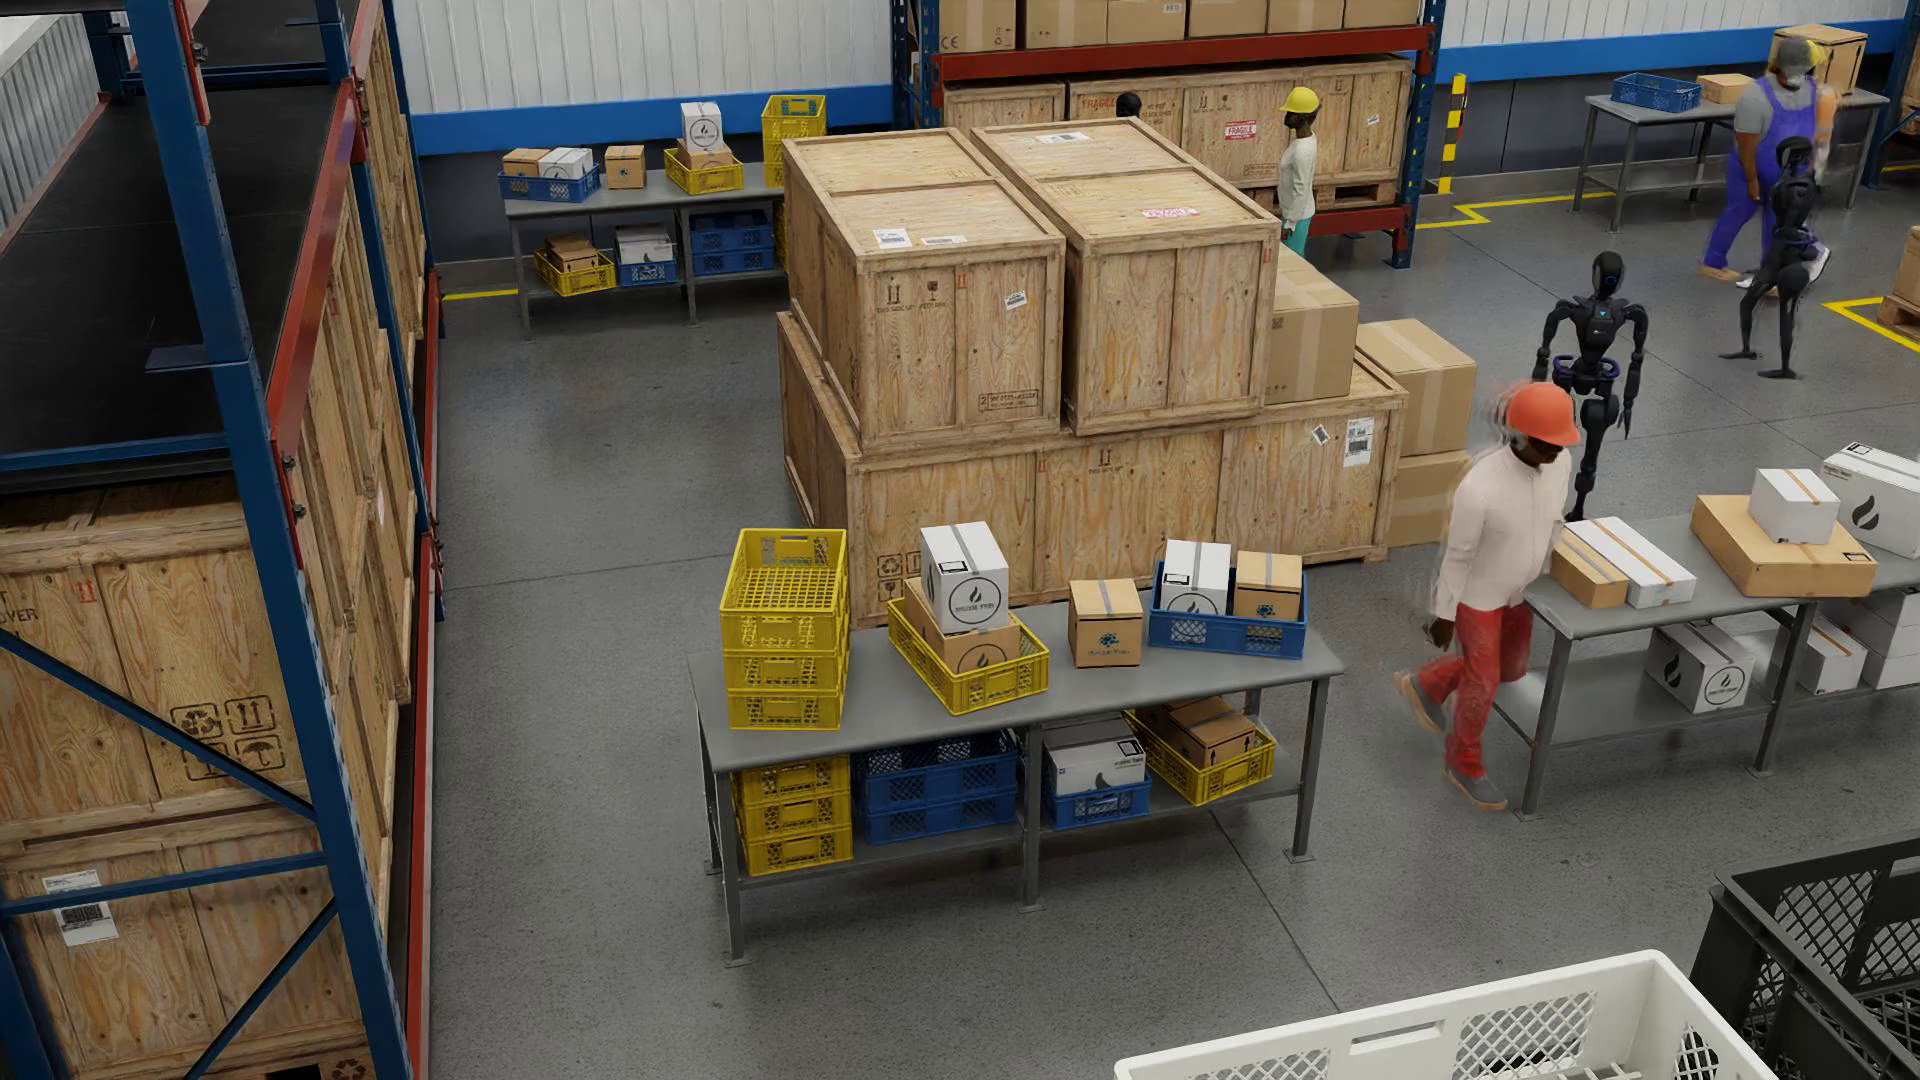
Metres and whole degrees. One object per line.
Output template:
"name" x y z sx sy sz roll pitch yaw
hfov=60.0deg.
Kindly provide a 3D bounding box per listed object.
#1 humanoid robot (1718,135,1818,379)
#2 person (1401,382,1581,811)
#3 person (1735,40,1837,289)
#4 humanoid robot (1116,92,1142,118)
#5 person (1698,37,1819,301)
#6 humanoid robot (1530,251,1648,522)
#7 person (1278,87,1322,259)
"humanoid robot" 5.453 -1.871 11.068 0.604 1.631 0.573 4 29 6
"person" 2.208 0.180 7.021 0.642 1.967 0.644 -17 33 -28
"person" 6.296 -2.789 12.497 0.619 1.888 0.640 -4 29 -7
"humanoid robot" 1.175 -2.385 11.972 0.616 1.657 0.309 -20 35 -32
"person" 6.033 -2.817 12.395 0.719 2.000 0.858 -5 29 -9
"humanoid robot" 3.381 -0.786 9.074 0.570 1.650 0.350 5 29 9
"person" 2.344 -2.306 11.750 0.314 1.768 0.524 5 29 9
